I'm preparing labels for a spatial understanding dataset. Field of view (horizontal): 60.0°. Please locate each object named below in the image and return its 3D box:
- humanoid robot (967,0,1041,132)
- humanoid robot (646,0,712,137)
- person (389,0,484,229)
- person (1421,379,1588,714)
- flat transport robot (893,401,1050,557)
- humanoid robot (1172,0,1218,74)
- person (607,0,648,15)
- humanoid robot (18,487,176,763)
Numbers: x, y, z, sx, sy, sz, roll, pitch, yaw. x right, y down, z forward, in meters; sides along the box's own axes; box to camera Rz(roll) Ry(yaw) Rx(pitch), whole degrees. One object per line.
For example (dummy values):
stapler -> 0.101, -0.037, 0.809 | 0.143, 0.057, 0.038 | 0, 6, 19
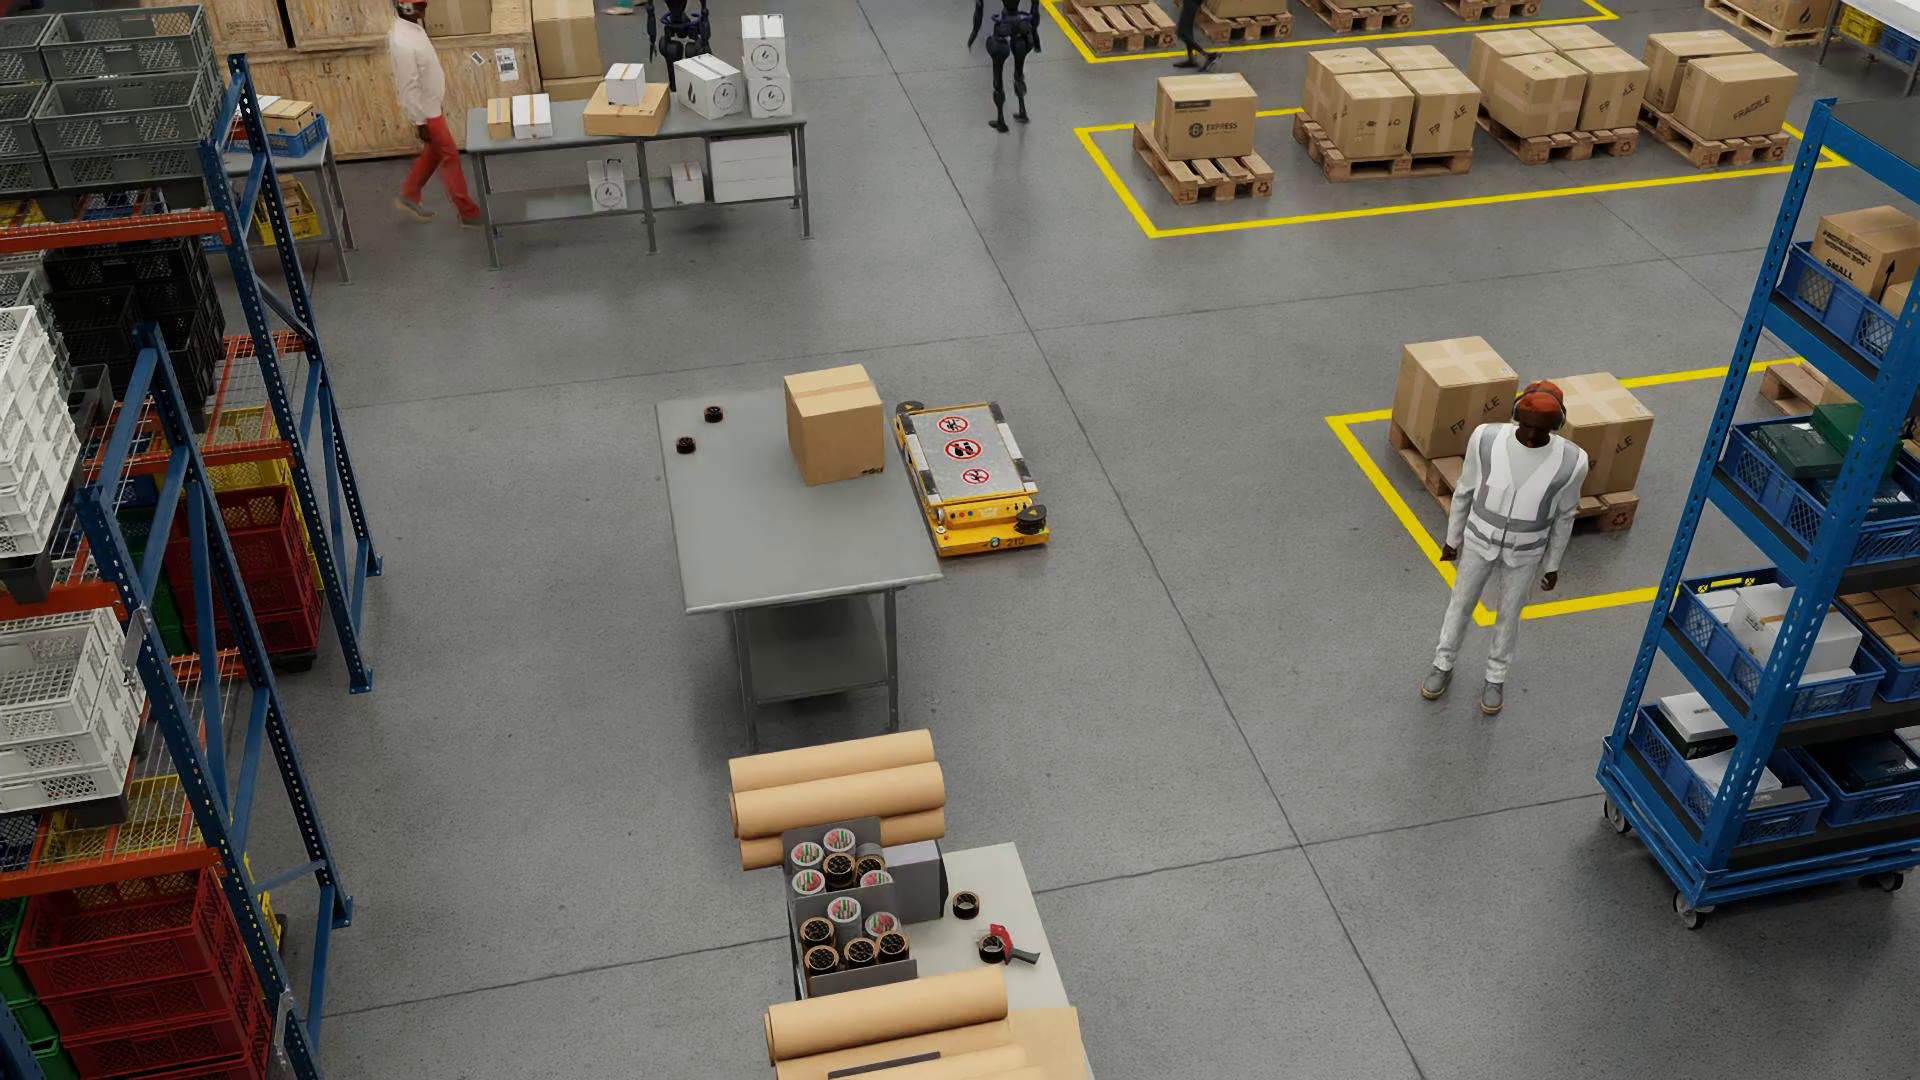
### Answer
humanoid robot -> 0.392, -4.341, 14.205 | 0.590, 1.654, 0.433 | -15, 39, -19
humanoid robot -> -2.367, -4.233, 14.058 | 0.572, 1.652, 0.313 | 8, 37, 10
person -> -4.029, -3.274, 12.531 | 0.790, 1.972, 0.626 | -6, 37, -7
person -> 2.662, 0.036, 8.150 | 0.573, 1.887, 0.355 | 15, 39, 19
flat transport robot -> 0.046, -0.430, 10.108 | 0.652, 0.197, 1.431 | -8, 37, -10
humanoid robot -> 2.134, -5.112, 15.242 | 0.488, 1.636, 0.622 | 9, 37, 11
person -> -3.398, -6.116, 16.519 | 0.324, 1.767, 0.538 | 8, 37, 10
humanoid robot -> -4.148, 0.341, 7.916 | 0.353, 1.651, 0.605 | 22, 42, 26
